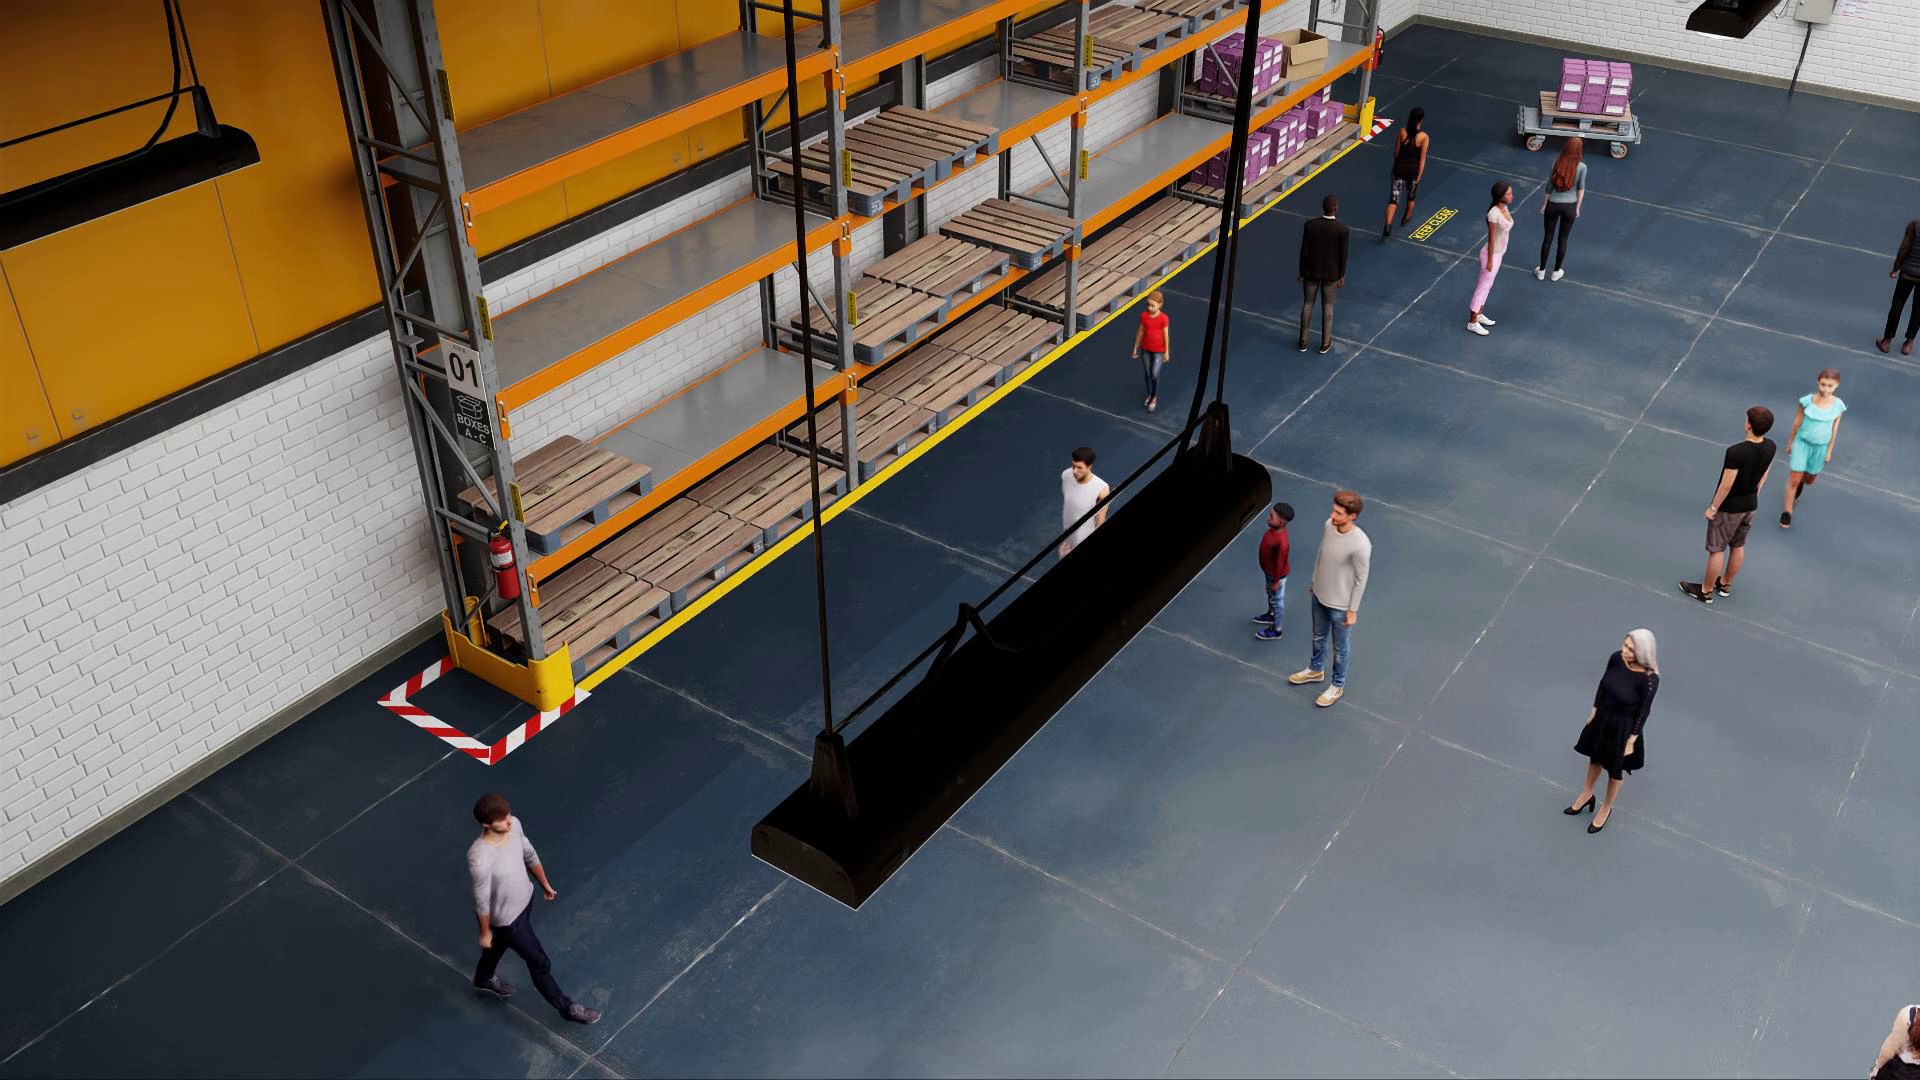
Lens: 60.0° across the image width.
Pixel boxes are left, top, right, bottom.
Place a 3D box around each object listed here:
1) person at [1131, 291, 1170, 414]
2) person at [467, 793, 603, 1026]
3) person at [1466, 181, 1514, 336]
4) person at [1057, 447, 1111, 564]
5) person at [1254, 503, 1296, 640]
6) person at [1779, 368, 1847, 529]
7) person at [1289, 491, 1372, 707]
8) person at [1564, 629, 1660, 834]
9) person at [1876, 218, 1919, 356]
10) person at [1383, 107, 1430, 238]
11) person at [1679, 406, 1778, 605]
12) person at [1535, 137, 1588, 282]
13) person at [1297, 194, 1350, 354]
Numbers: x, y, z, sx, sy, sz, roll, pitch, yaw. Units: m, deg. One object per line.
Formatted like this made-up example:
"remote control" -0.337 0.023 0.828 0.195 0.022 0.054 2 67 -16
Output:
"person" 2.024 -1.995 17.191 0.532 1.300 0.560 18 38 25
"person" -2.869 2.272 10.324 1.034 1.794 1.201 8 34 11
"person" 5.927 -3.166 18.555 0.641 1.741 0.476 17 37 24
"person" 1.099 -0.038 13.853 0.738 1.736 1.177 27 42 34
"person" 2.643 0.238 13.874 0.638 1.253 0.561 0 34 -1
"person" 7.840 -0.889 15.310 0.655 1.540 0.971 15 37 22
"person" 2.939 0.434 12.992 0.725 1.902 0.751 -17 37 -24
"person" 4.630 1.343 11.767 0.719 1.746 0.696 -15 37 -21
"person" 10.420 -2.907 18.080 0.756 1.835 0.675 10 35 14
"person" 5.545 -4.574 20.780 0.670 1.622 1.128 16 37 22
"person" 6.593 -0.299 14.132 0.729 1.861 0.832 -12 36 -18
"person" 7.111 -3.919 19.686 0.641 1.742 0.608 12 35 17
"person" 3.936 -2.901 18.102 0.717 1.800 0.658 9 35 14
